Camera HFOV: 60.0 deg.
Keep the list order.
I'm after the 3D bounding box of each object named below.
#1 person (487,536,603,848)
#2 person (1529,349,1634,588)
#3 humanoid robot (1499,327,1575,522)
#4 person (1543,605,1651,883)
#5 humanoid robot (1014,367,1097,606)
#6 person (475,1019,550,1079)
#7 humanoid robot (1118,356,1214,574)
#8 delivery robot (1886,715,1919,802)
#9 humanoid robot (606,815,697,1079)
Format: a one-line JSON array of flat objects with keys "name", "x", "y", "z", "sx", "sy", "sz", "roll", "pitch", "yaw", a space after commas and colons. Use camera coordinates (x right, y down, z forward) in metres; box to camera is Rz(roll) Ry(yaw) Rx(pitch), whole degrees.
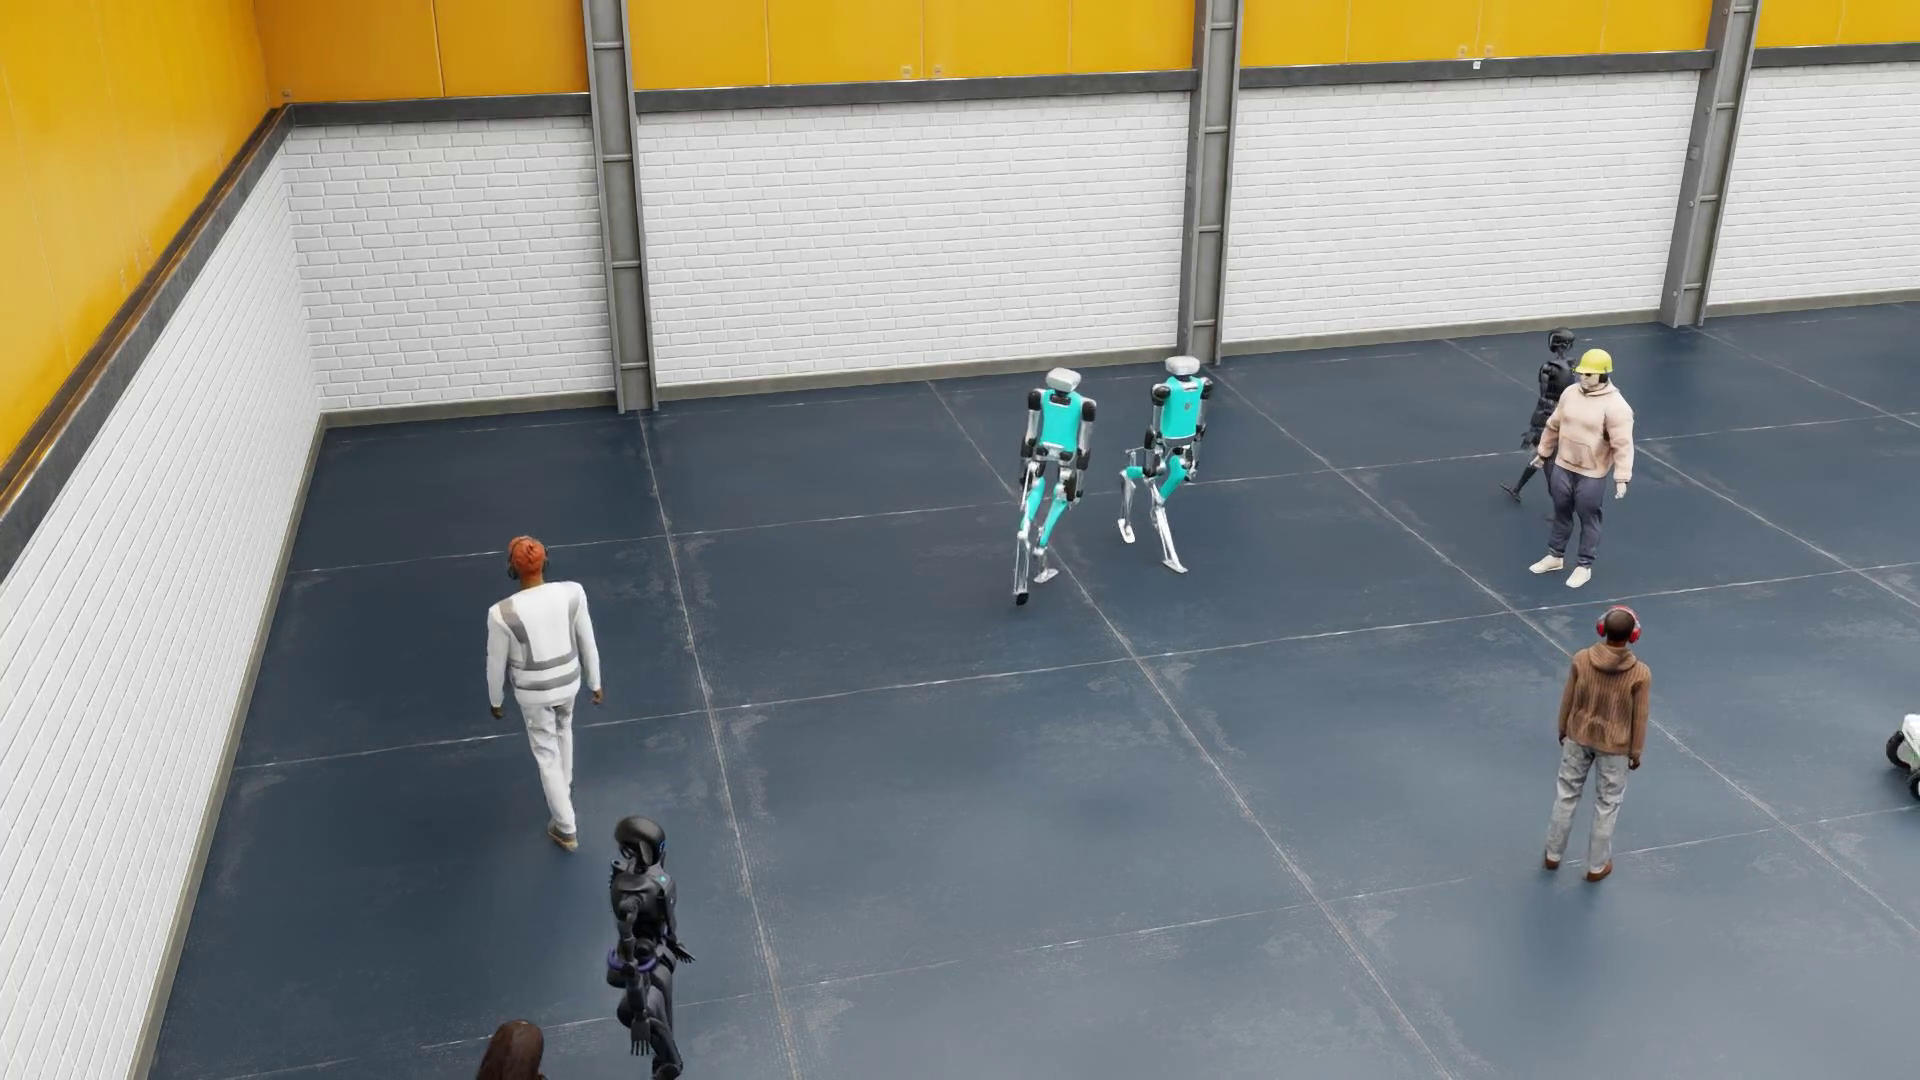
[{"name": "person", "x": -2.416, "y": 0.820, "z": 9.528, "sx": 0.614, "sy": 1.853, "sz": 0.799, "roll": -17, "pitch": 29, "yaw": -33}, {"name": "person", "x": 4.747, "y": -0.561, "z": 12.651, "sx": 0.418, "sy": 1.864, "sz": 0.817, "roll": -16, "pitch": 28, "yaw": -31}, {"name": "humanoid robot", "x": 4.867, "y": -0.973, "z": 13.871, "sx": 0.777, "sy": 1.625, "sz": 0.609, "roll": 21, "pitch": 32, "yaw": 40}, {"name": "person", "x": 3.488, "y": 1.120, "z": 9.107, "sx": 0.467, "sy": 1.647, "sz": 0.310, "roll": 17, "pitch": 29, "yaw": 33}, {"name": "humanoid robot", "x": 0.601, "y": -0.316, "z": 12.293, "sx": 0.555, "sy": 1.764, "sz": 0.988, "roll": 9, "pitch": 25, "yaw": 19}, {"name": "person", "x": -1.565, "y": 2.523, "z": 5.809, "sx": 0.377, "sy": 1.754, "sz": 0.663, "roll": 17, "pitch": 29, "yaw": 34}, {"name": "humanoid robot", "x": 1.538, "y": -0.669, "z": 13.124, "sx": 0.549, "sy": 1.764, "sz": 1.034, "roll": -12, "pitch": 27, "yaw": -26}, {"name": "delivery robot", "x": 6.090, "y": 1.297, "z": 10.081, "sx": 0.814, "sy": 0.611, "sz": 0.499, "roll": 4, "pitch": 24, "yaw": 10}, {"name": "humanoid robot", "x": -1.366, "y": 1.902, "z": 7.296, "sx": 0.387, "sy": 1.653, "sz": 0.608, "roll": 2, "pitch": 24, "yaw": 5}]
